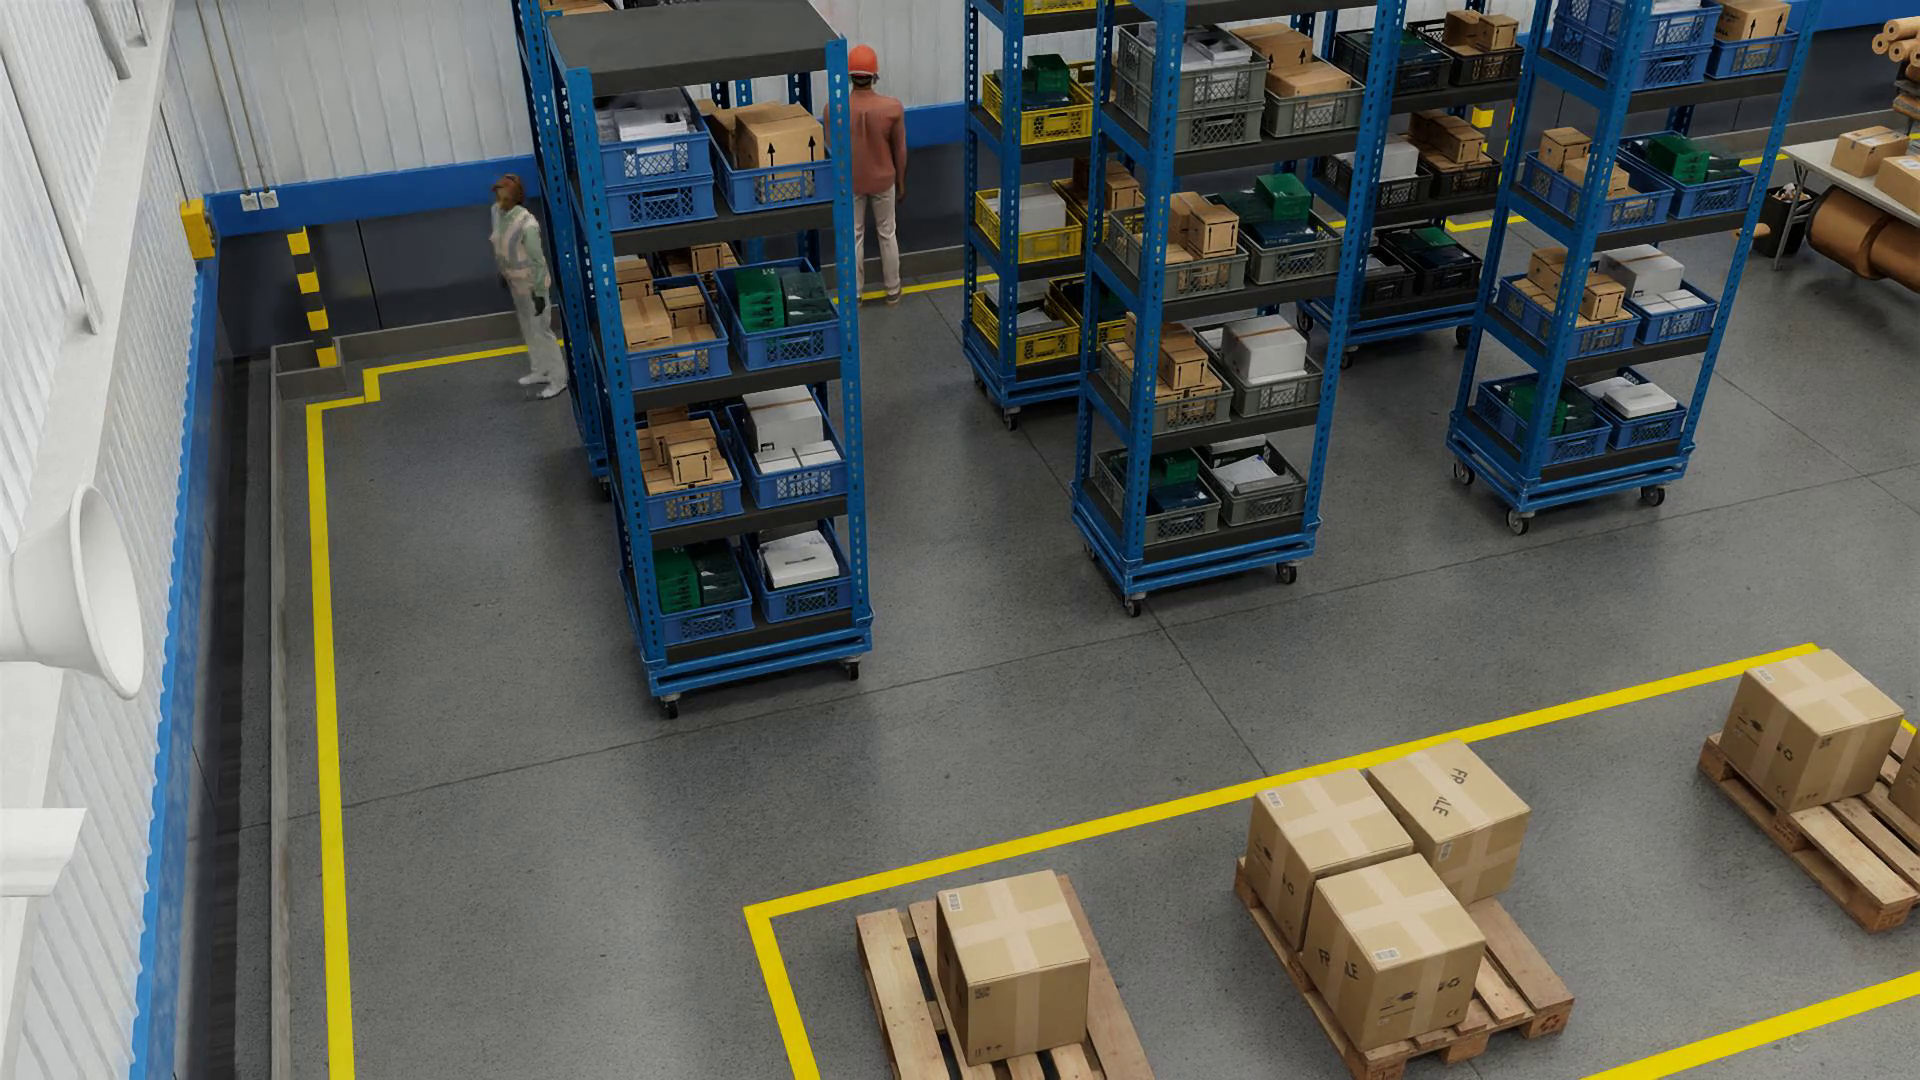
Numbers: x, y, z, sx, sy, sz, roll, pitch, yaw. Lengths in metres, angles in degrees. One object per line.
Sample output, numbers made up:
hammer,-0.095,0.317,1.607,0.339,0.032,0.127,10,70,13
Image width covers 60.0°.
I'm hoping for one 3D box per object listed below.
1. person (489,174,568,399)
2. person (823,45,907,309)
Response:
person,-2.951,-1.732,11.326,0.333,1.625,0.556,-26,43,-32
person,-0.695,-2.671,12.334,0.613,1.995,0.390,-2,35,-3
